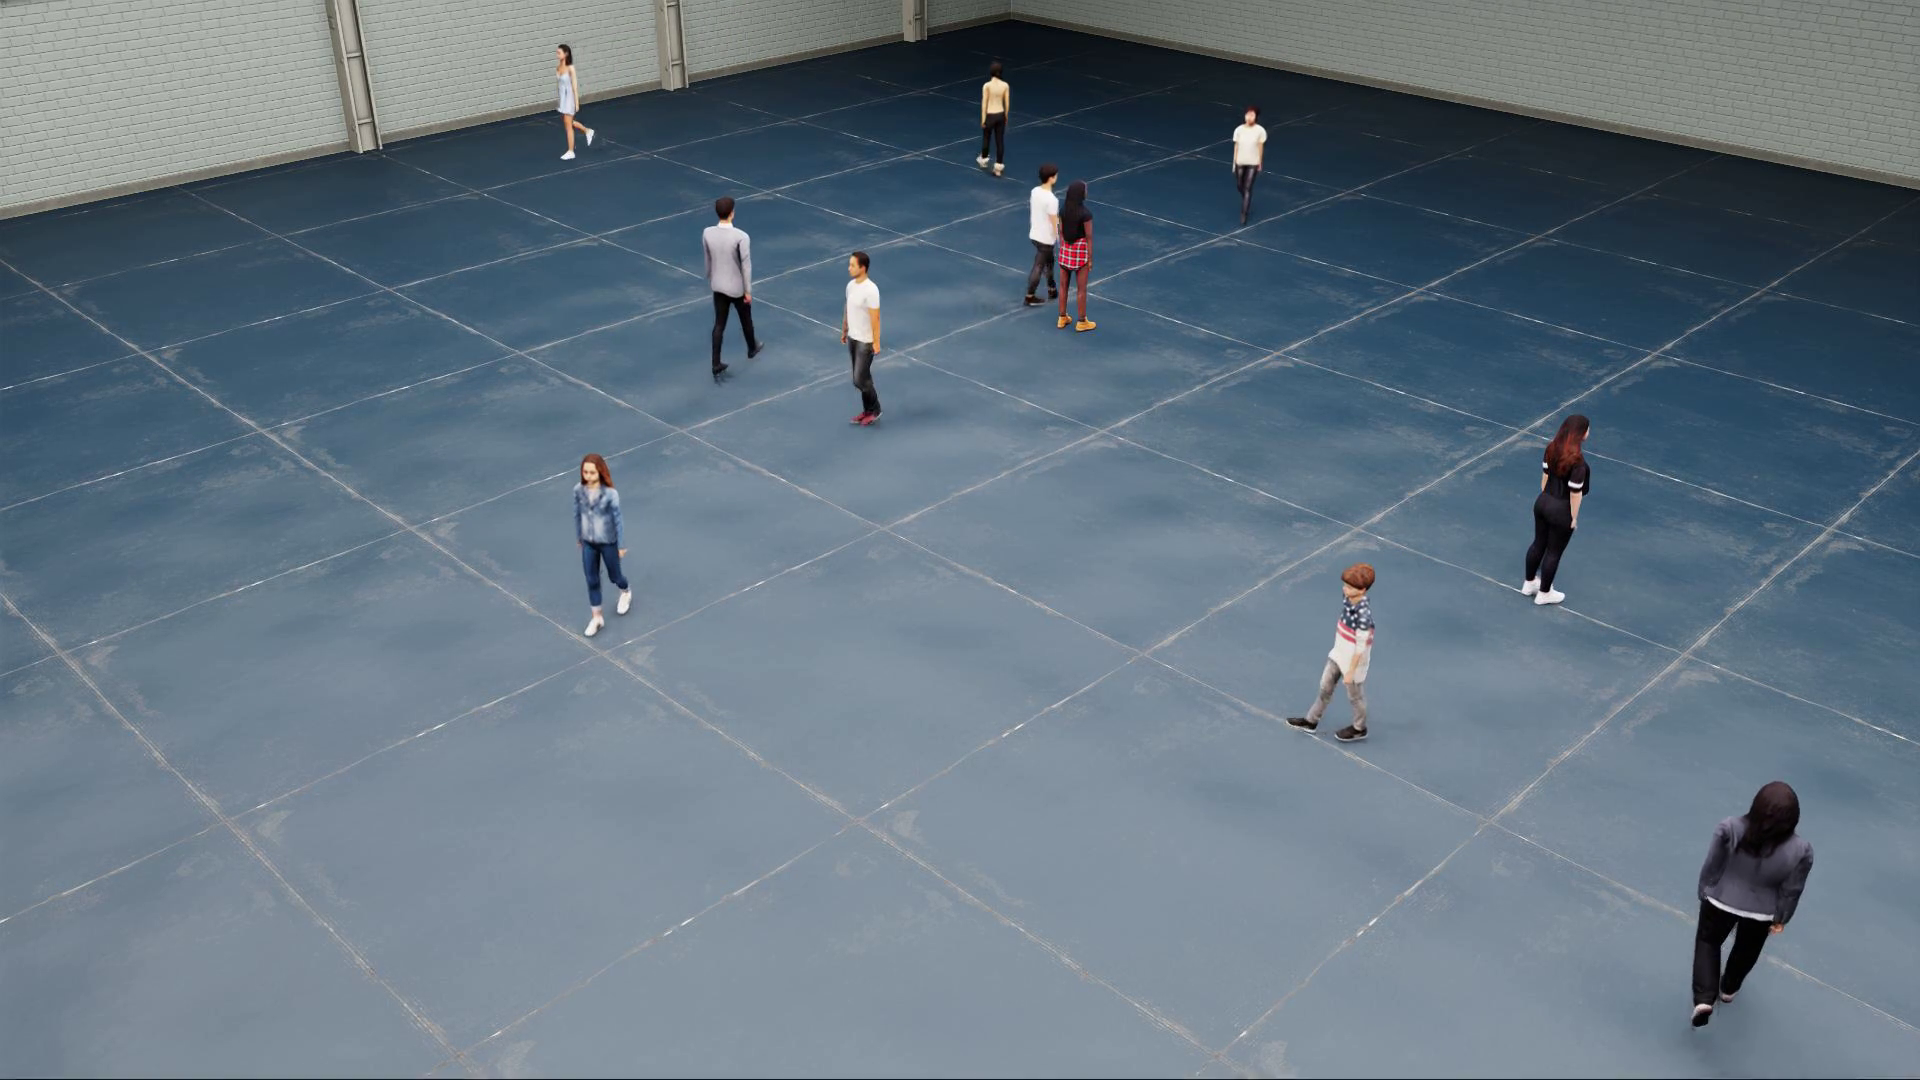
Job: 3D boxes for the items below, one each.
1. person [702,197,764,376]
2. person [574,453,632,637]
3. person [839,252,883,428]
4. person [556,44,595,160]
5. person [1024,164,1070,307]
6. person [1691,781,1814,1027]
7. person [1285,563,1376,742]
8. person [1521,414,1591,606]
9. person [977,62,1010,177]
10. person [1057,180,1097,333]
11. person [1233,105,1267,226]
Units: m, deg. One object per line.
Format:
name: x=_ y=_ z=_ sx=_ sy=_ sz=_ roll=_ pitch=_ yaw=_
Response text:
person: x=-2.507 y=-2.658 z=17.700 sx=1.102 sy=1.873 sz=1.354 roll=10 pitch=30 yaw=18
person: x=-2.812 y=-0.015 z=13.171 sx=0.814 sy=1.466 sz=0.946 roll=7 pitch=29 yaw=13
person: x=-0.887 y=-2.012 z=16.570 sx=0.658 sy=1.795 sz=0.723 roll=-17 pitch=33 yaw=-29
person: x=-5.942 y=-6.745 z=25.545 sx=0.652 sy=1.713 sz=0.981 roll=20 pitch=34 yaw=33
person: x=0.909 y=-3.574 z=19.604 sx=0.965 sy=1.699 sz=0.825 roll=-11 pitch=30 yaw=-20
person: x=4.335 y=2.031 z=9.207 sx=0.852 sy=1.581 sz=1.019 roll=13 pitch=31 yaw=22
person: x=2.800 y=0.799 z=11.690 sx=0.898 sy=1.421 sz=0.787 roll=-4 pitch=28 yaw=-8
person: x=4.820 y=-0.256 z=13.441 sx=0.709 sy=1.636 sz=0.692 roll=-11 pitch=30 yaw=-19
person: x=0.542 y=-6.215 z=24.632 sx=1.008 sy=1.636 sz=0.972 roll=-8 pitch=29 yaw=-14
person: x=1.313 y=-3.239 z=18.948 sx=0.641 sy=1.726 sz=0.628 roll=20 pitch=34 yaw=32
person: x=3.938 y=-5.136 z=22.684 sx=0.816 sy=1.562 sz=1.055 roll=12 pitch=30 yaw=22
